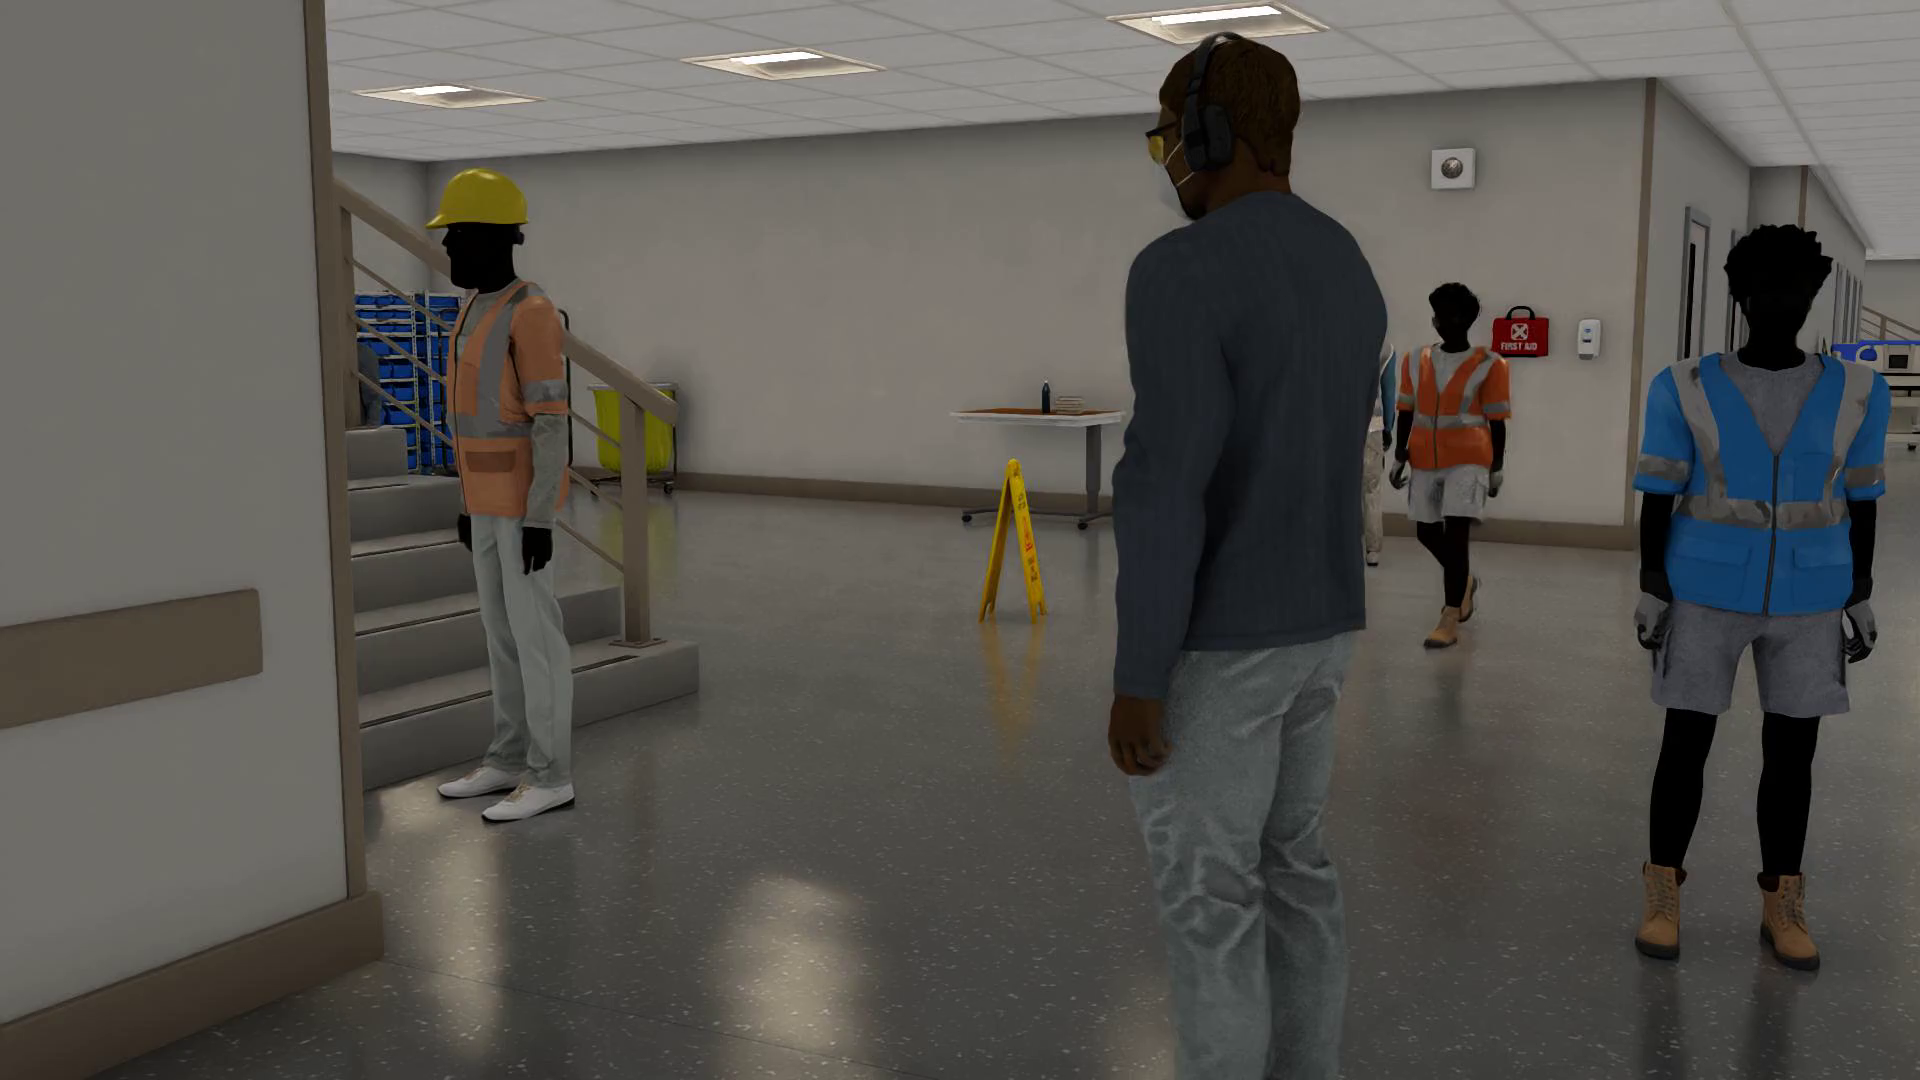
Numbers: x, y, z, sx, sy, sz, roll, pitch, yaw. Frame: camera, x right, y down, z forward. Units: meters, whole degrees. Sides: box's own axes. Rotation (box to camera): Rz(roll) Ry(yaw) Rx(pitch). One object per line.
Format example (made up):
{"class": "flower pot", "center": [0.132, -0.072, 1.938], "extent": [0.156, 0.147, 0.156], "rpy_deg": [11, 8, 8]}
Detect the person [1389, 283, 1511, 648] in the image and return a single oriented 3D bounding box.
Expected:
{"class": "person", "center": [2.321, -0.369, 7.794], "extent": [0.532, 1.665, 0.769], "rpy_deg": [6, 10, 40]}

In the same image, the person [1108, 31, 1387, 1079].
{"class": "person", "center": [0.451, 0.171, 2.672], "extent": [0.377, 1.931, 0.636], "rpy_deg": [6, 10, 40]}

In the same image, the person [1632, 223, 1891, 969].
{"class": "person", "center": [1.821, 0.136, 3.818], "extent": [0.540, 1.696, 0.317], "rpy_deg": [2, 8, 14]}

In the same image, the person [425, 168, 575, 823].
{"class": "person", "center": [-1.369, -0.129, 4.976], "extent": [0.384, 1.928, 0.589], "rpy_deg": [-5, 9, -35]}
